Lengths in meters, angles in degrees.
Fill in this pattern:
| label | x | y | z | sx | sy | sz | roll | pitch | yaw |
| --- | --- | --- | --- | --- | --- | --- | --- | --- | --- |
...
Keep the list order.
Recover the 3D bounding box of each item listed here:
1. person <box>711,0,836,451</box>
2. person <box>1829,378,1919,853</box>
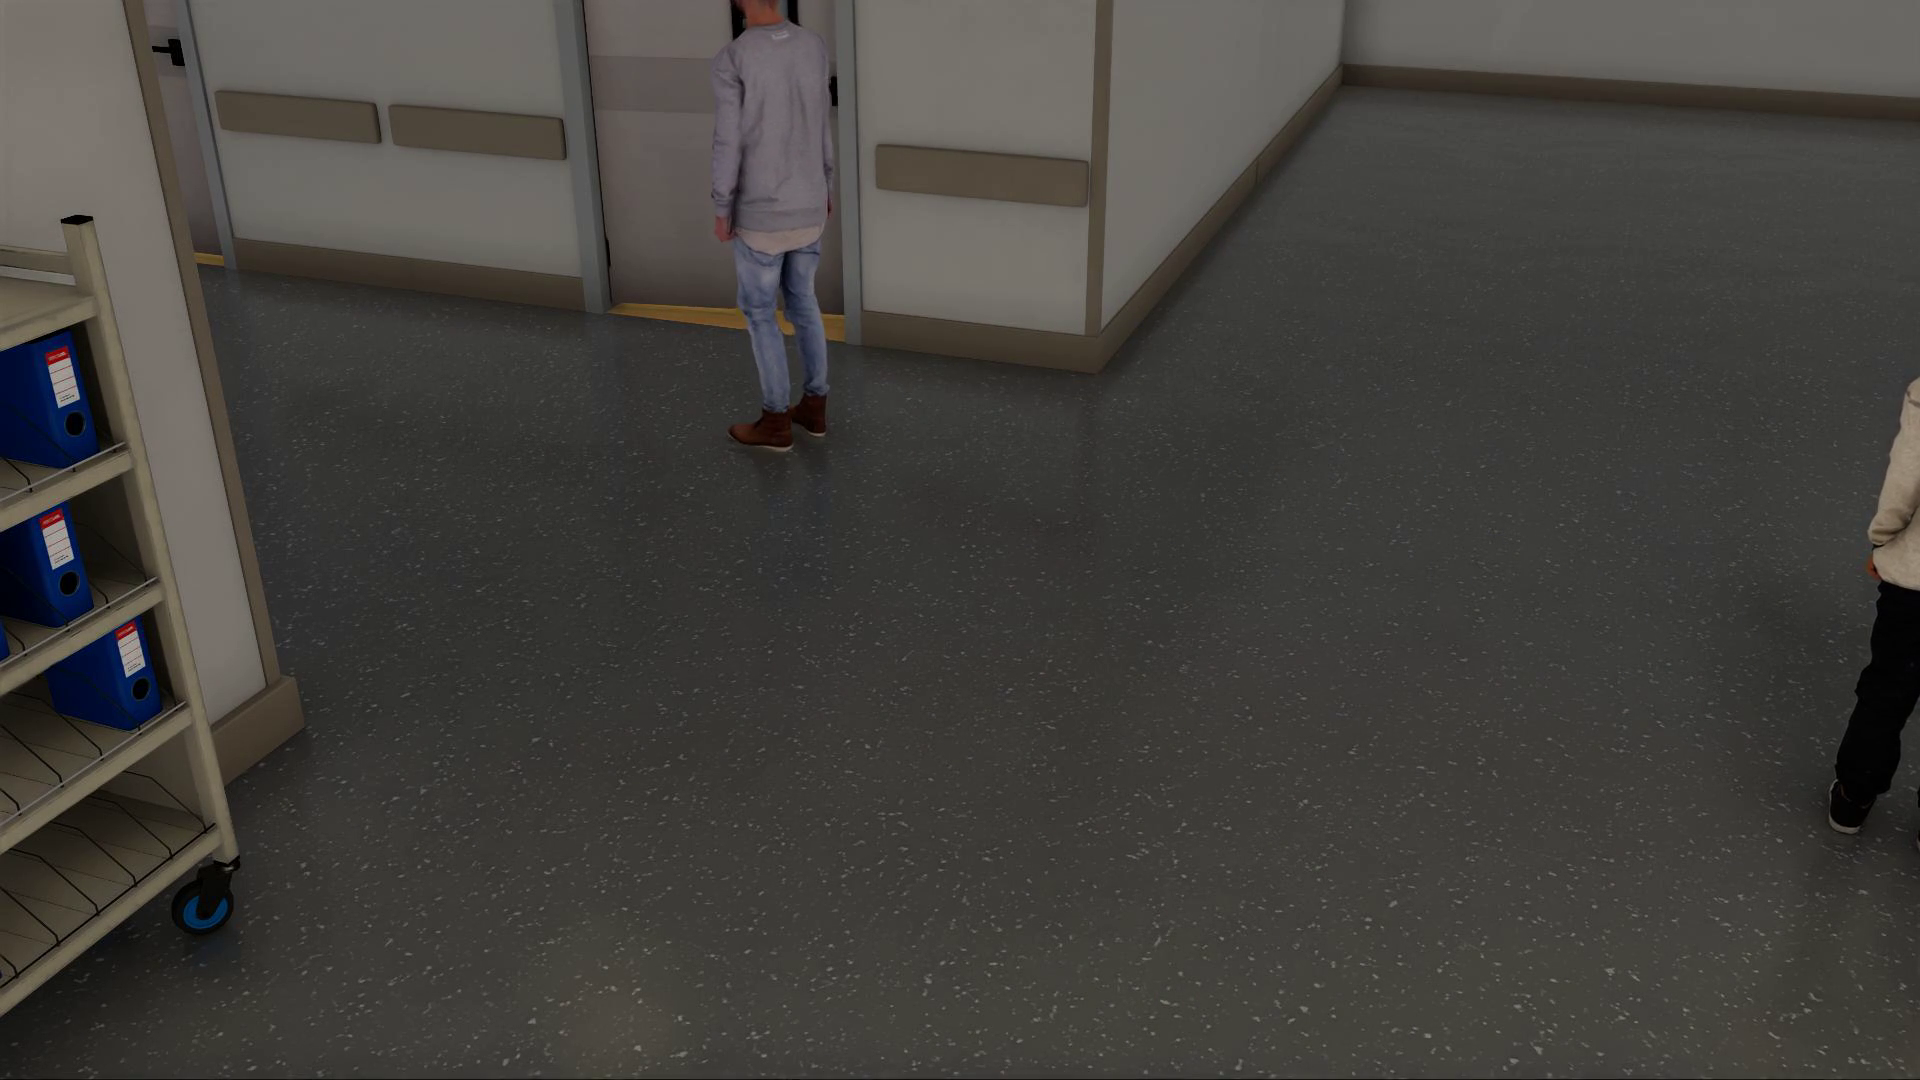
| label | x | y | z | sx | sy | sz | roll | pitch | yaw |
| --- | --- | --- | --- | --- | --- | --- | --- | --- | --- |
| person | -0.662 | -1.226 | 6.056 | 0.676 | 1.835 | 0.816 | -22 | 34 | -38 |
| person | 2.310 | 0.064 | 3.820 | 0.629 | 1.455 | 0.598 | 17 | 30 | 31 |
